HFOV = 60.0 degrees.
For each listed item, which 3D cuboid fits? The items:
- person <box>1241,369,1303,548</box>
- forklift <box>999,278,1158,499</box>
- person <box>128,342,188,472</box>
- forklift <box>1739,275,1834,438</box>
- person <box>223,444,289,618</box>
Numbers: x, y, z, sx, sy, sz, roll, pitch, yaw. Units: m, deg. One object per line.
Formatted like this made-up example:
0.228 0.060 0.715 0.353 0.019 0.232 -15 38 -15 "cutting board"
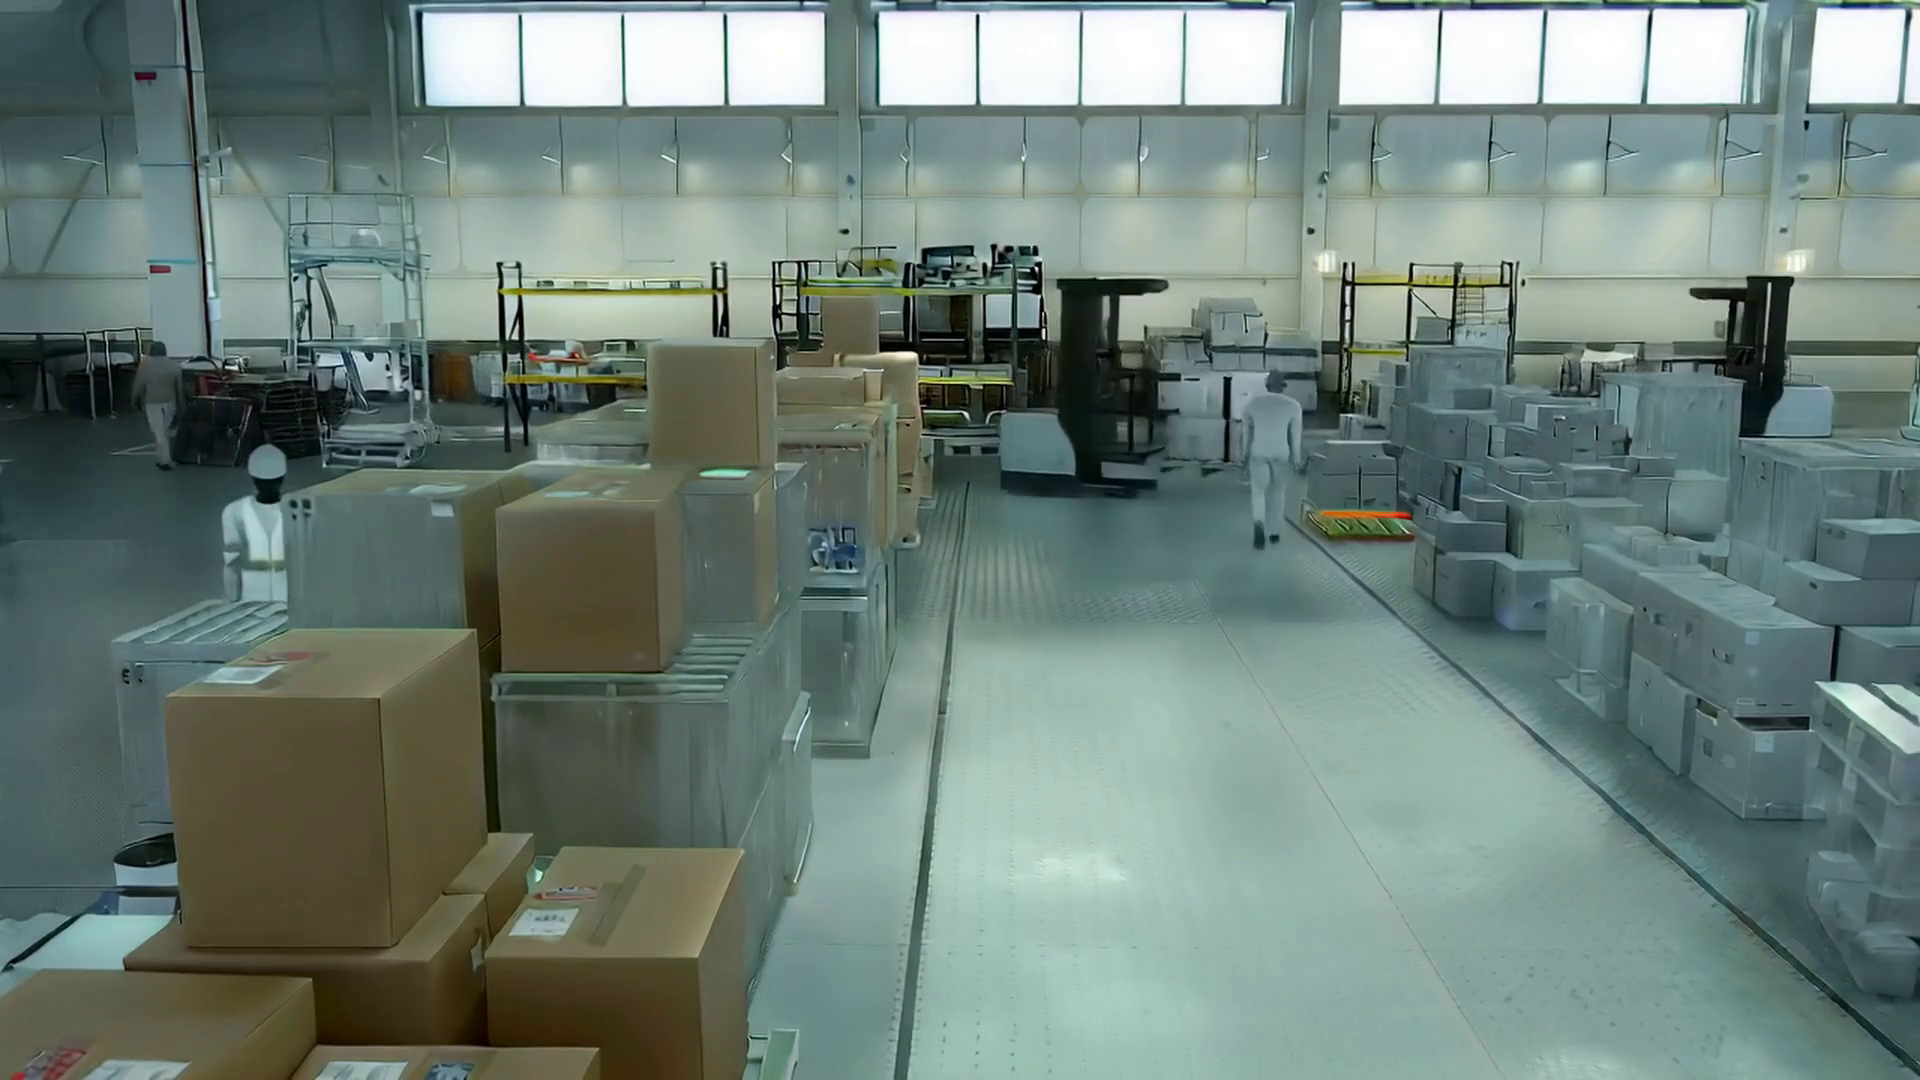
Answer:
3.317 -0.873 17.778 0.638 1.916 0.871 2 10 12 "person"
1.548 -2.011 21.679 1.873 2.768 1.129 4 10 21 "forklift"
-11.696 -1.935 24.238 0.753 1.873 1.031 -8 12 -40 "person"
12.760 -2.798 26.393 1.873 2.768 1.129 0 9 1 "forklift"
-4.229 0.364 10.293 0.555 1.933 0.376 -3 10 -19 "person"
